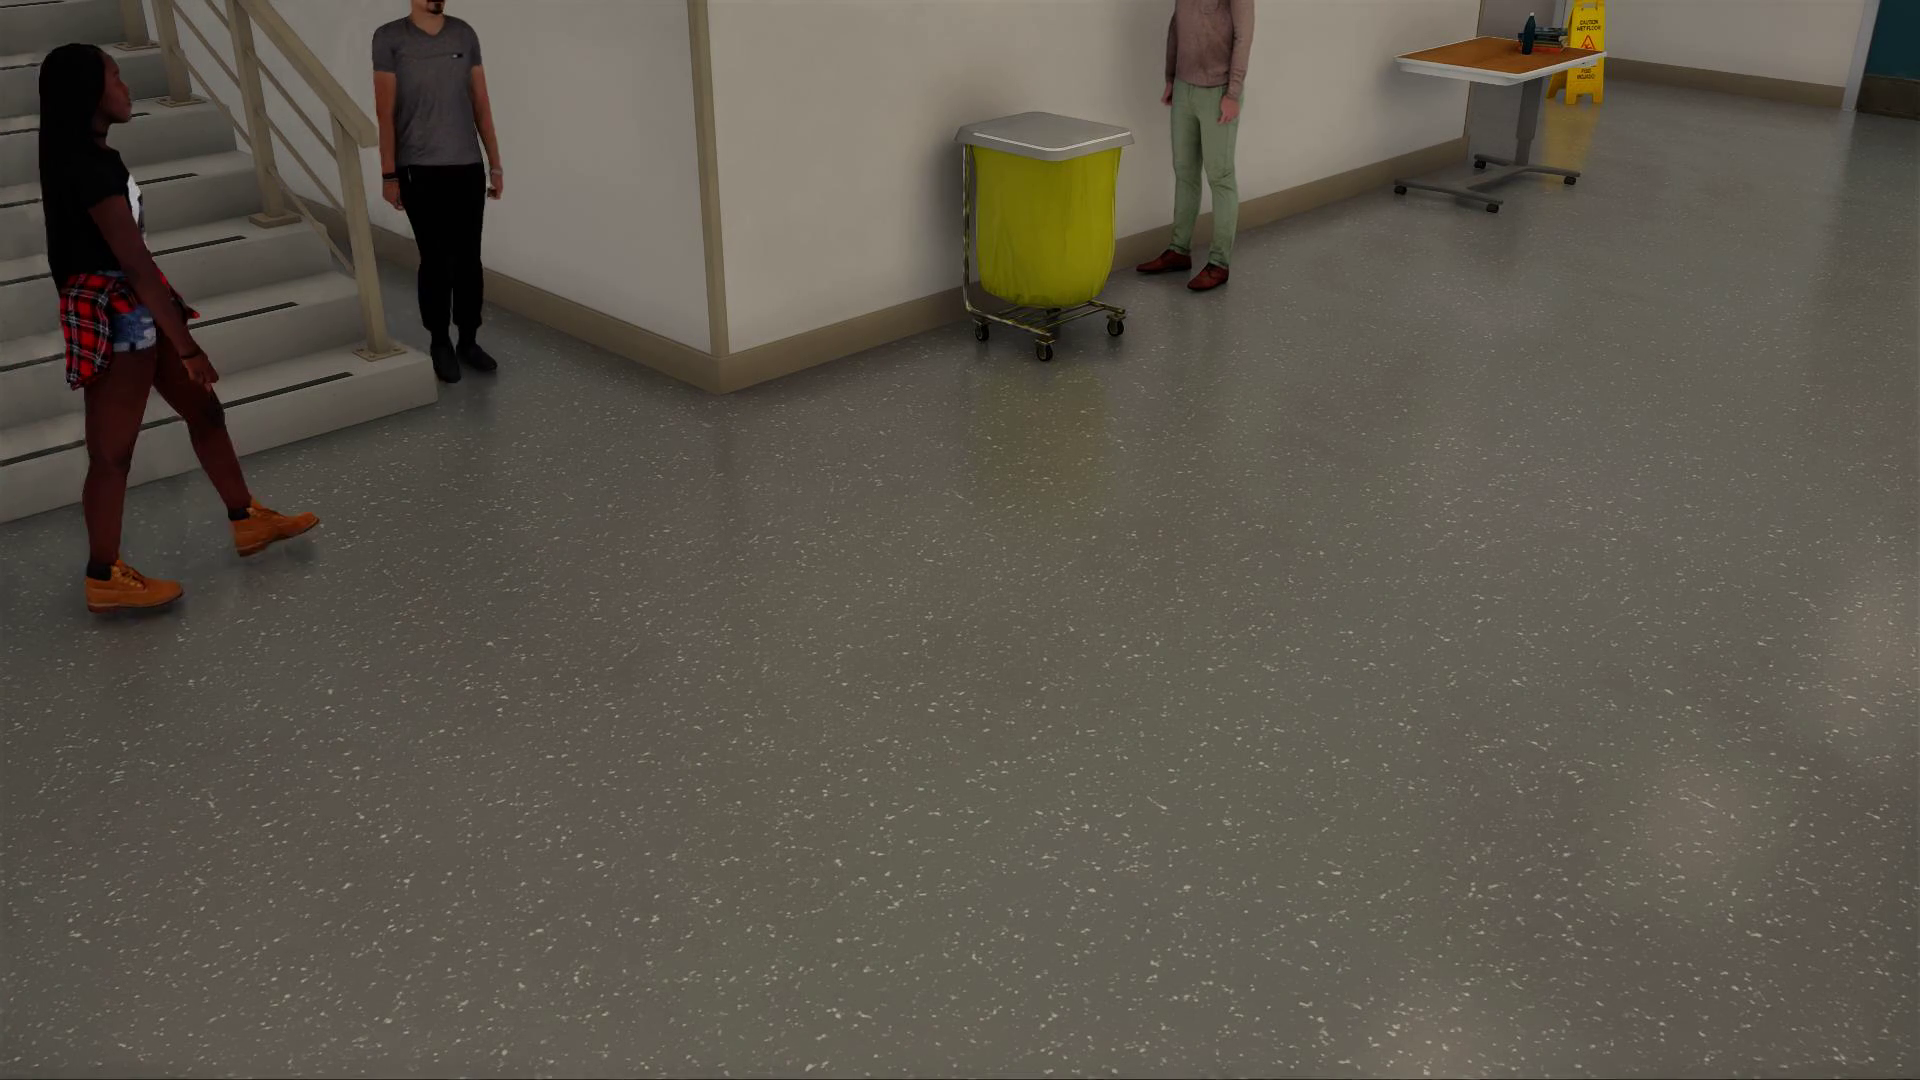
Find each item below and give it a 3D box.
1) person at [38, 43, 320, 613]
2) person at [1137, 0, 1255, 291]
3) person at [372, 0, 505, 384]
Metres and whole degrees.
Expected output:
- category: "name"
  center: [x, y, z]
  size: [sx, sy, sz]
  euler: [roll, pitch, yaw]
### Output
- category: "person"
  center: [-2.592, -0.566, 4.961]
  size: [0.847, 1.695, 0.975]
  euler: [-13, 28, -24]
- category: "person"
  center: [1.209, -2.195, 8.131]
  size: [0.765, 1.875, 0.591]
  euler: [-17, 31, -32]
- category: "person"
  center: [-2.214, -1.568, 6.980]
  size: [0.650, 1.746, 0.616]
  euler: [-21, 33, -37]
